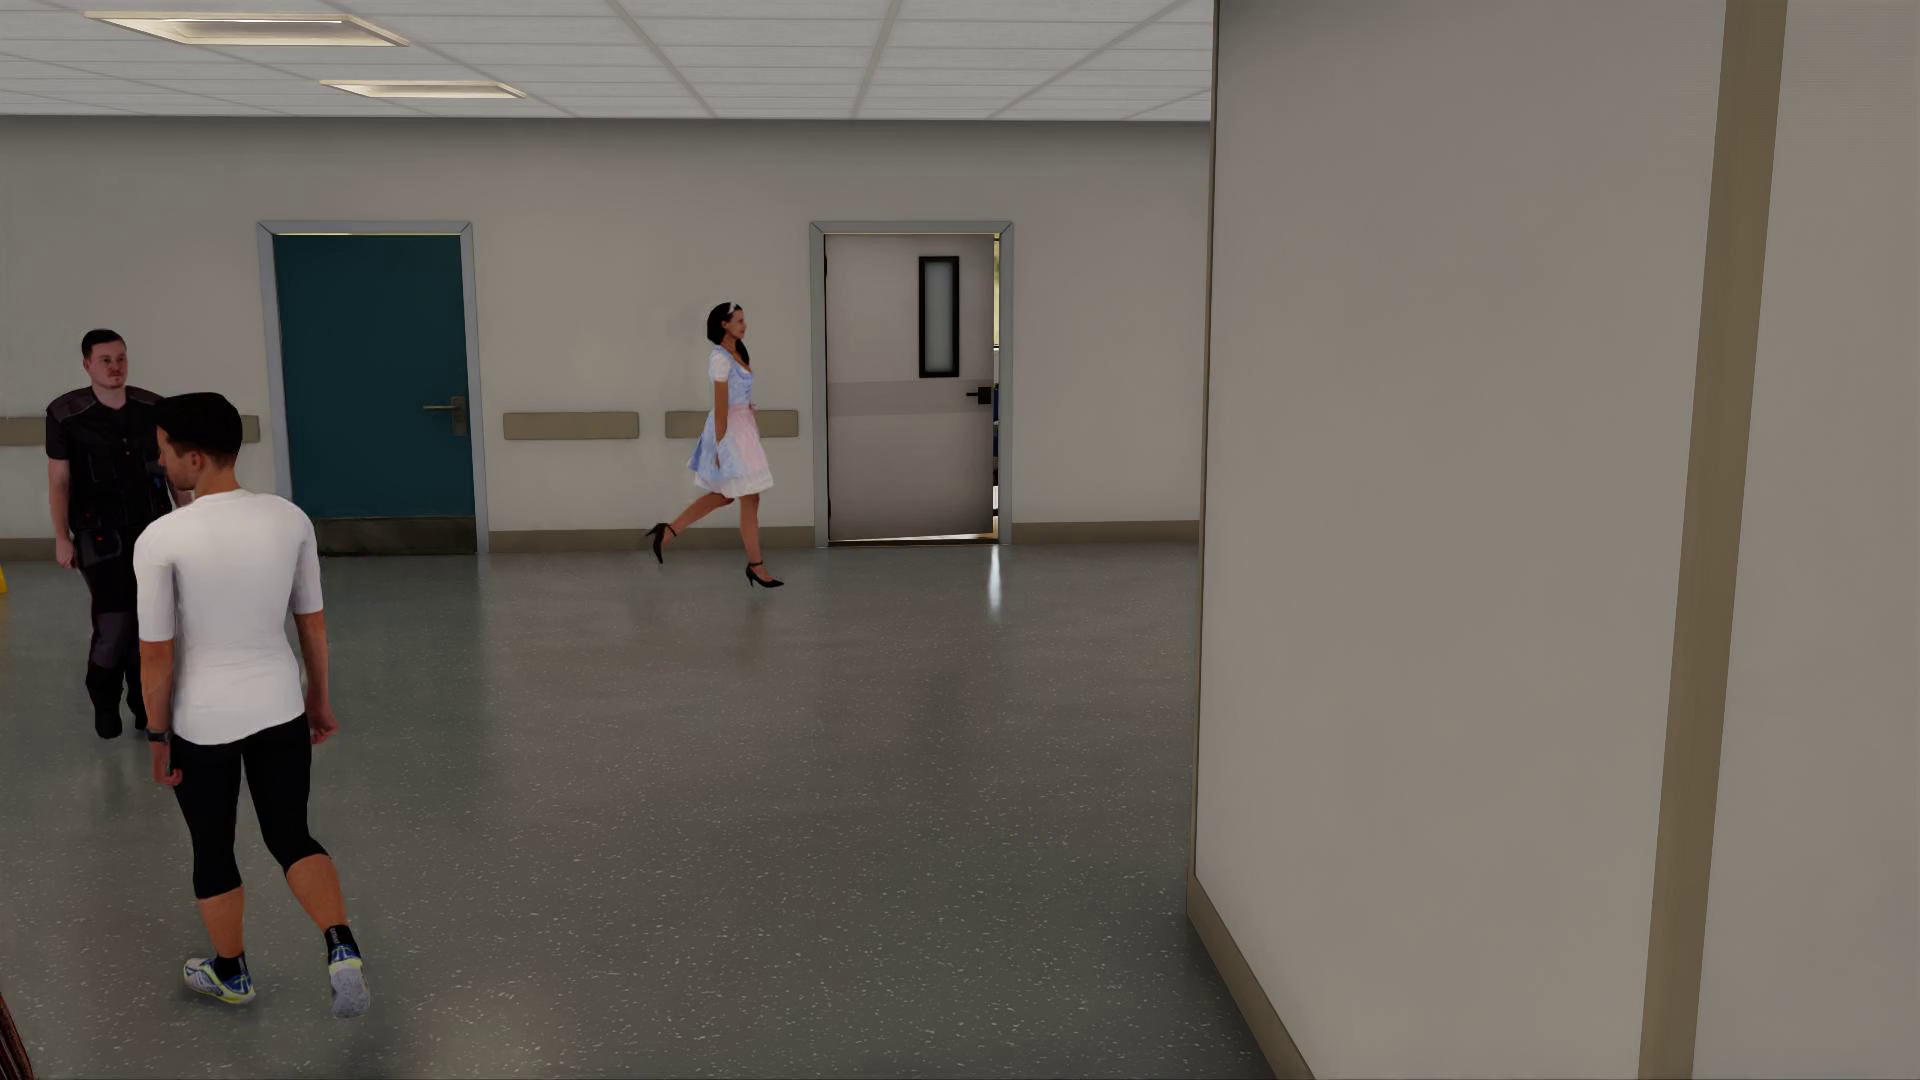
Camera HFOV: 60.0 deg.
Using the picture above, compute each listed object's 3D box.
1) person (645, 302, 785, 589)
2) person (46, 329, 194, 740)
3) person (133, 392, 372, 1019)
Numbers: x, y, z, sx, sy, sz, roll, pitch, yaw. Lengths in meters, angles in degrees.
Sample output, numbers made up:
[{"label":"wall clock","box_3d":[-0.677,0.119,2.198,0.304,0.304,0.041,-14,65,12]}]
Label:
[{"label":"person","box_3d":[-1.515,-0.566,10.398,1.144,1.796,0.768,1,11,5]},{"label":"person","box_3d":[-3.777,-0.022,7.423,0.890,1.834,0.837,8,13,37]},{"label":"person","box_3d":[-1.962,0.517,4.628,1.141,1.817,1.172,-10,15,-44]}]
